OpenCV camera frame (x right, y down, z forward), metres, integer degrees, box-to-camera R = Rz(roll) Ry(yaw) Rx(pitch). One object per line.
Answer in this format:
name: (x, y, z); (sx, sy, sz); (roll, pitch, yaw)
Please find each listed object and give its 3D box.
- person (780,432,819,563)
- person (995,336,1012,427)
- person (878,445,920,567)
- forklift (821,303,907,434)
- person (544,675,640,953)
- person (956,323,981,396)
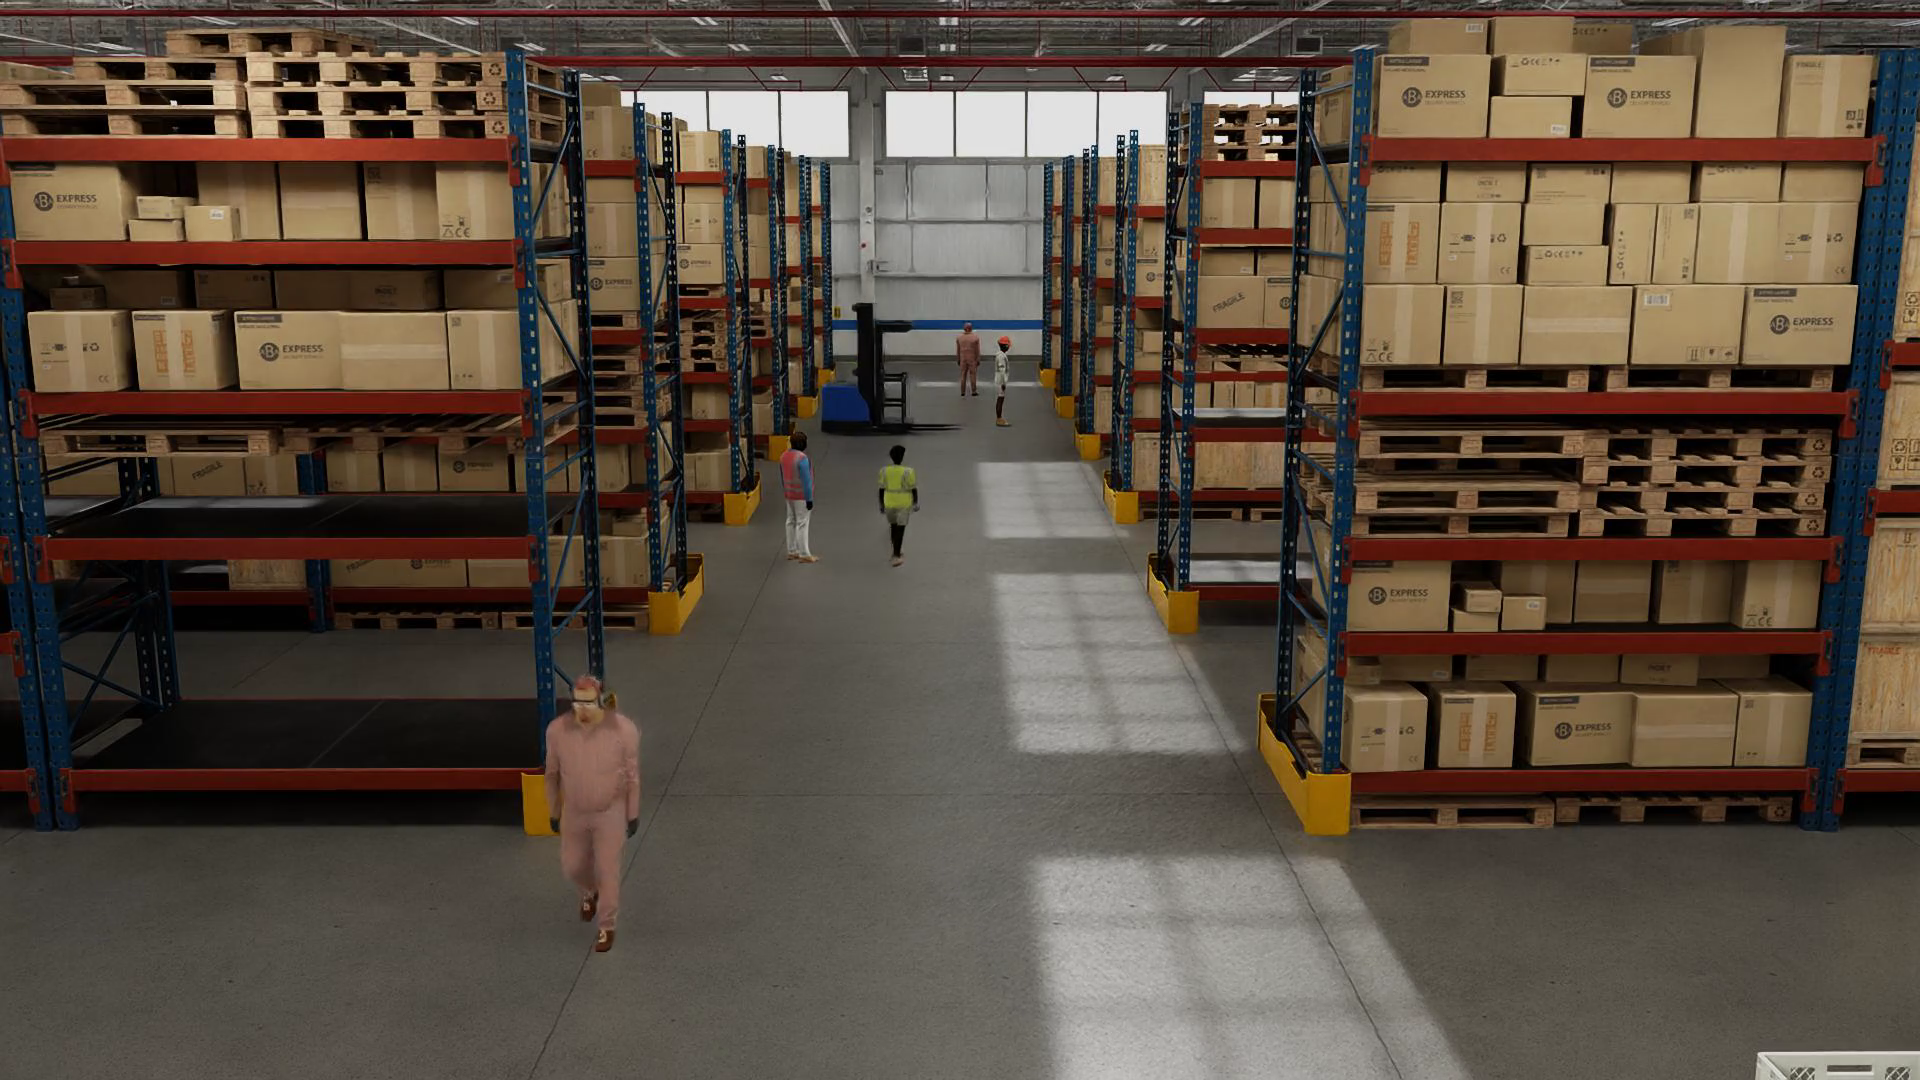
person: (-2.243, -0.599, 23.254); (0.429, 1.845, 0.622); (-9, 15, -38)
person: (0.978, -3.583, 37.562); (0.392, 2.035, 0.605); (0, 11, -1)
person: (-0.818, -0.499, 23.199); (0.543, 1.666, 0.803); (5, 12, 22)
forklift: (-2.090, -3.763, 36.352); (1.873, 2.768, 1.129); (0, 11, -1)
person: (-2.469, 1.803, 11.232); (0.653, 1.891, 0.521); (0, 11, 0)
person: (0.231, -4.720, 43.505); (0.646, 1.913, 0.409); (3, 12, 14)
